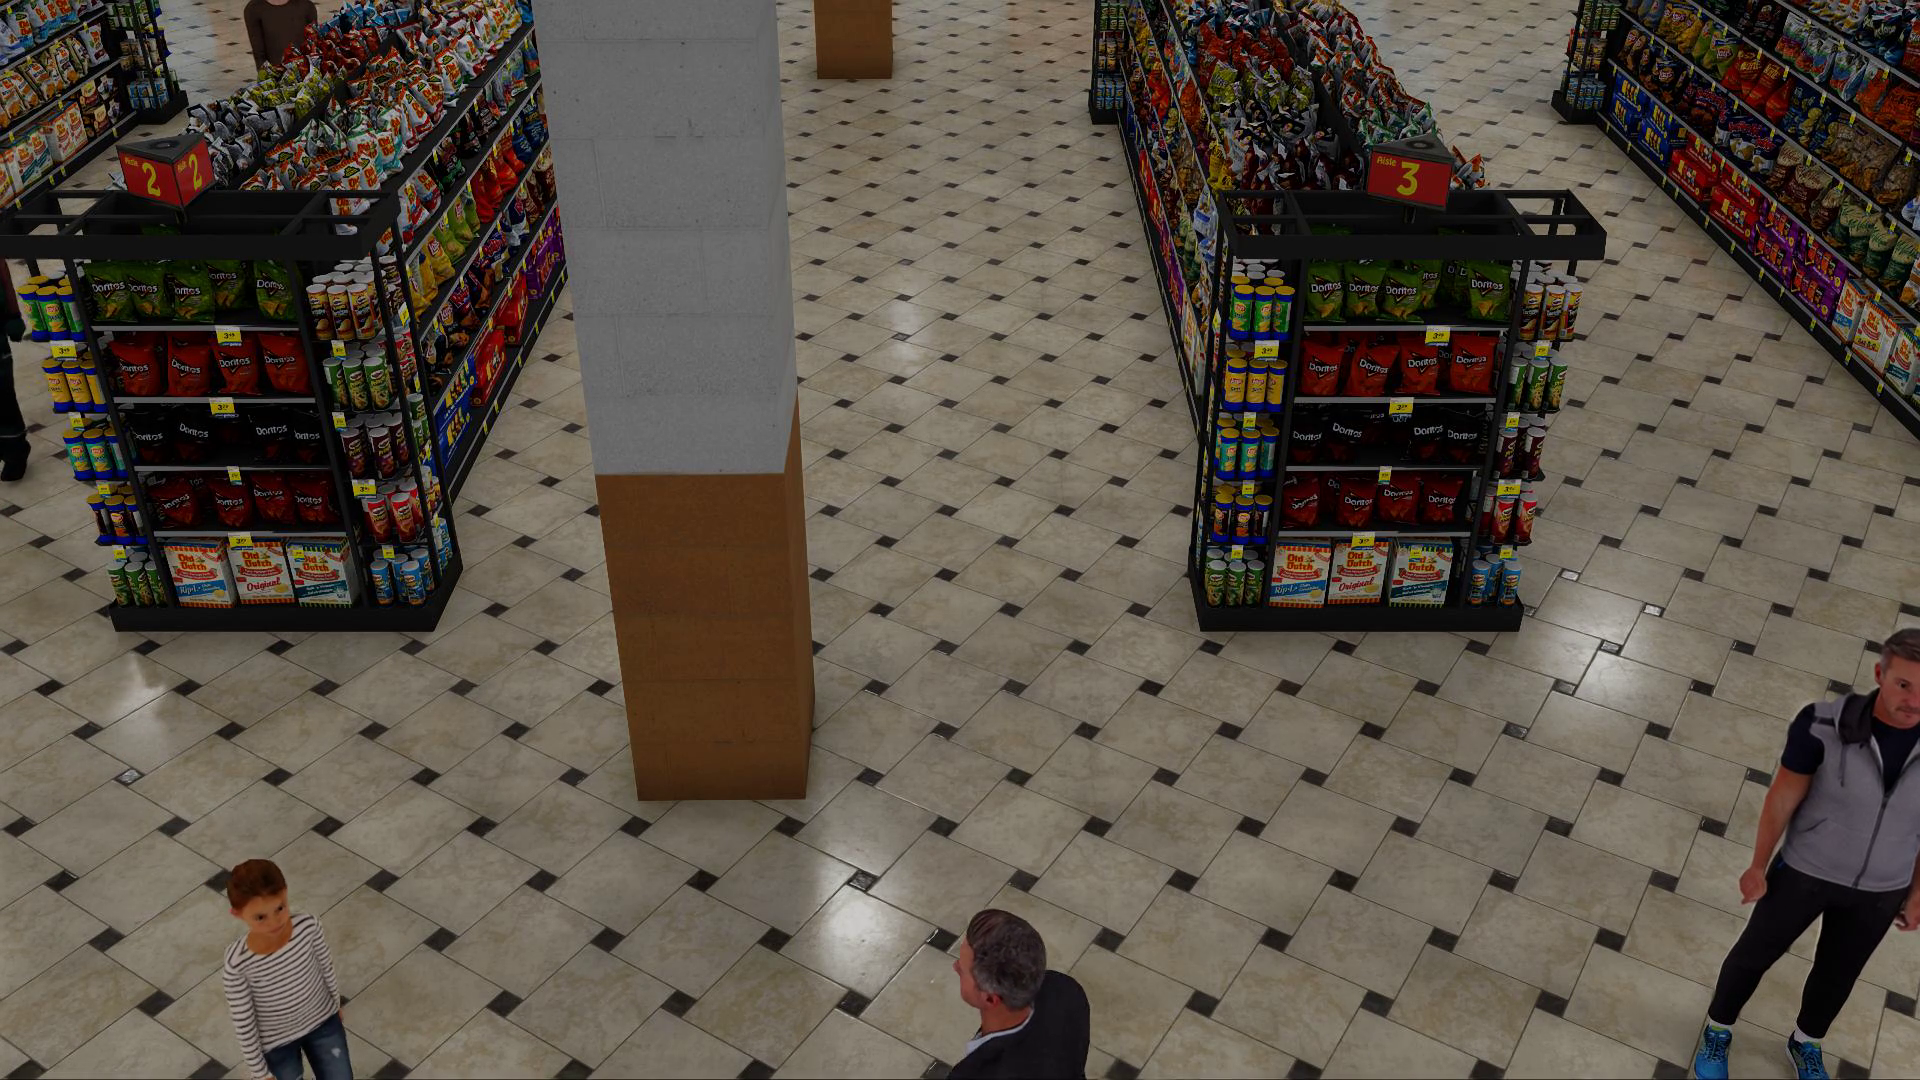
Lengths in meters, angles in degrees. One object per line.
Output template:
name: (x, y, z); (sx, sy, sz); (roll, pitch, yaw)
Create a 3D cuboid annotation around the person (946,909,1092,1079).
person: (0.211, 1.689, 4.190); (0.937, 1.817, 0.889); (9, 33, 14)

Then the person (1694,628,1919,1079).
person: (2.762, 1.033, 5.234); (0.740, 1.828, 0.635); (6, 32, 10)

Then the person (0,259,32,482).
person: (-5.250, -1.199, 8.821); (0.789, 1.828, 0.803); (-8, 33, -13)

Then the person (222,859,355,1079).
person: (-2.053, 1.464, 5.059); (0.854, 1.280, 0.948); (-25, 40, -34)

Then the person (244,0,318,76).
person: (-4.875, -3.340, 12.204); (0.739, 1.888, 0.738); (-16, 35, -24)
